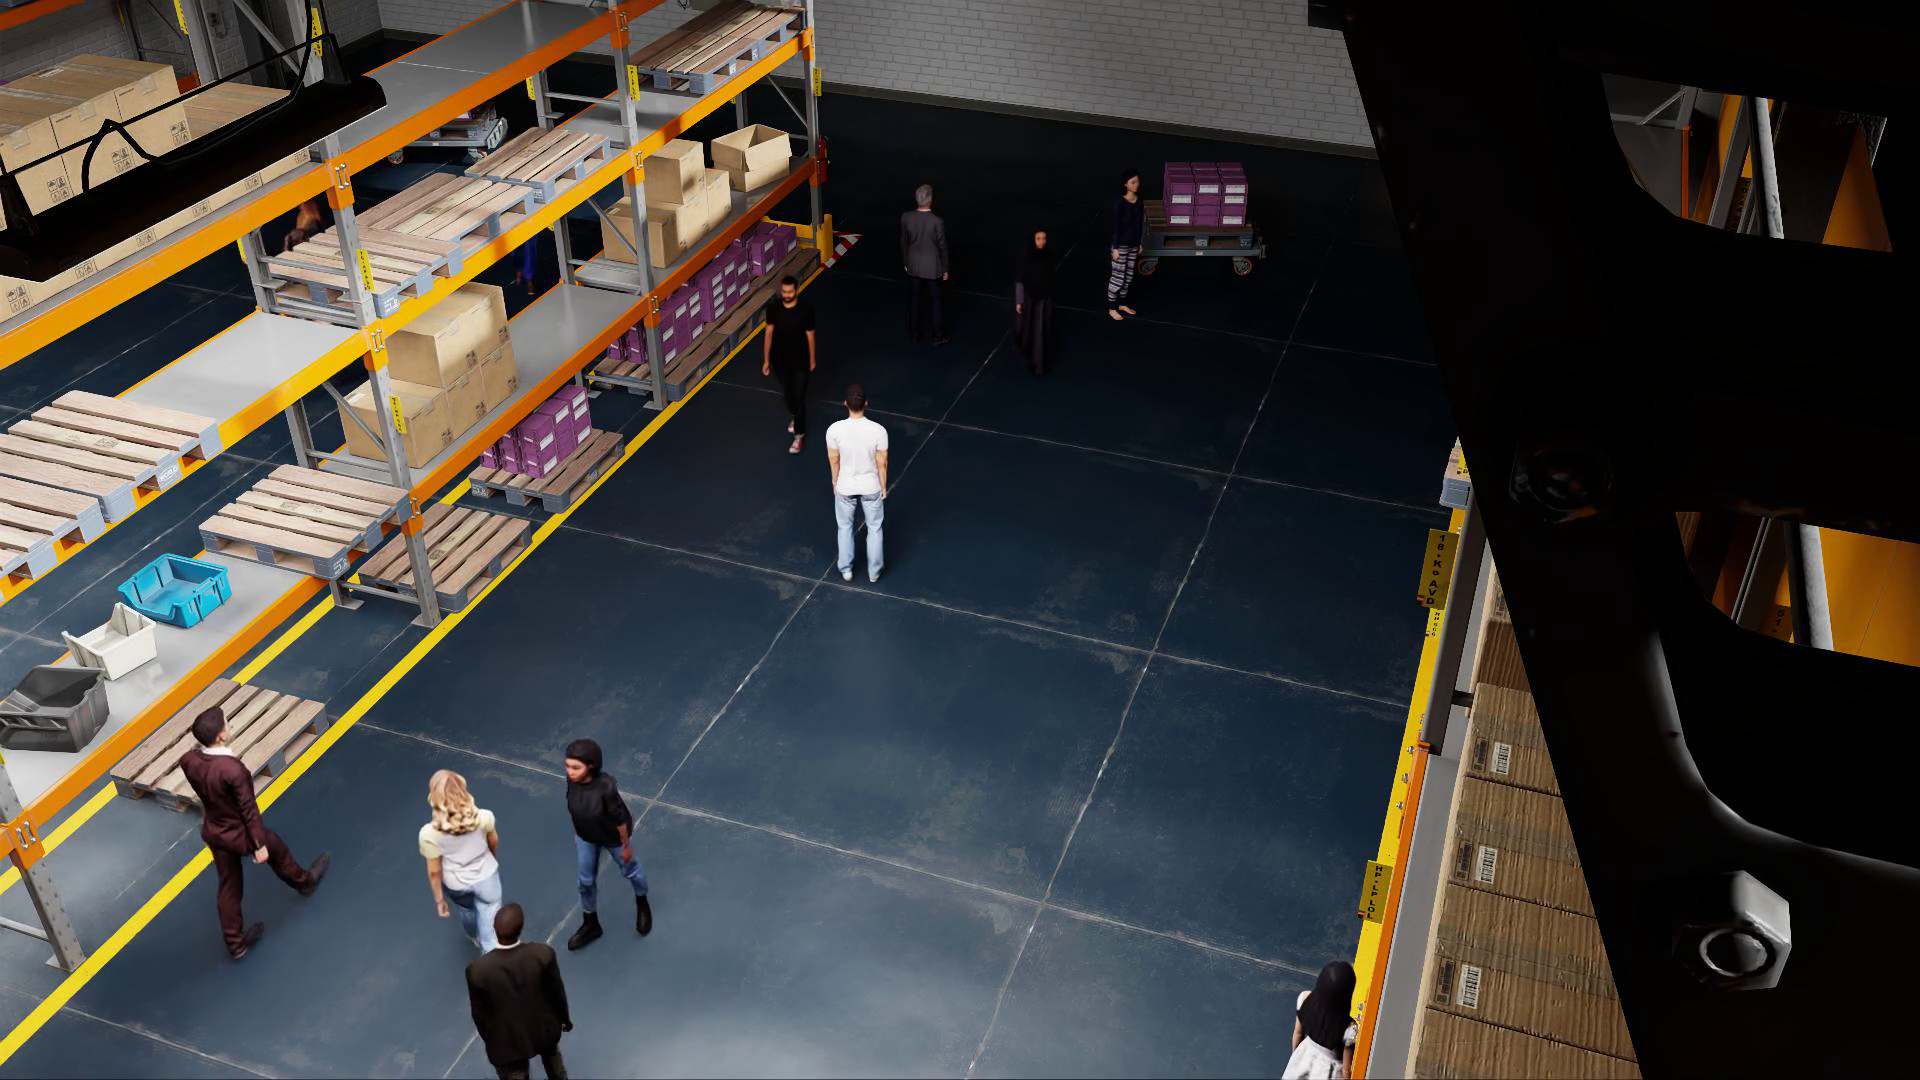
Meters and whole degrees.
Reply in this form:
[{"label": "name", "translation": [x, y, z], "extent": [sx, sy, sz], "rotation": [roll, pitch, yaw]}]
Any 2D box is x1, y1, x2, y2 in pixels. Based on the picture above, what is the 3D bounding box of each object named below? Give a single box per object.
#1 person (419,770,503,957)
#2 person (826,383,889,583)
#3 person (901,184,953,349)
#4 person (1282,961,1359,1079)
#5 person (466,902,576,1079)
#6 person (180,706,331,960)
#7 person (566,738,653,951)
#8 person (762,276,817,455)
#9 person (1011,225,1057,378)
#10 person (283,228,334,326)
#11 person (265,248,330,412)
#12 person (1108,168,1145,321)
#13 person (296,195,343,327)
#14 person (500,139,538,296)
[{"label": "person", "translation": [-2.993, 2.196, 10.305], "extent": [1.080, 1.675, 1.197], "rotation": [-12, 36, -18]}, {"label": "person", "translation": [-0.864, -0.475, 14.155], "extent": [0.738, 1.861, 0.683], "rotation": [0, 34, 1]}, {"label": "person", "translation": [-0.364, -2.961, 17.914], "extent": [0.710, 1.842, 0.595], "rotation": [13, 36, 19]}, {"label": "person", "translation": [1.959, 2.962, 9.067], "extent": [0.795, 1.769, 0.774], "rotation": [-26, 41, -33]}, {"label": "person", "translation": [-2.405, 2.812, 9.292], "extent": [0.963, 1.771, 1.009], "rotation": [-24, 40, -31]}, {"label": "person", "translation": [-4.668, 1.912, 10.603], "extent": [0.713, 1.818, 1.127], "rotation": [11, 35, 16]}, {"label": "person", "translation": [-2.273, 1.891, 10.763], "extent": [0.622, 1.676, 0.774], "rotation": [7, 34, 10]}, {"label": "person", "translation": [-1.648, -1.789, 16.255], "extent": [0.719, 1.725, 1.047], "rotation": [6, 34, 9]}, {"label": "person", "translation": [0.765, -2.572, 17.558], "extent": [0.887, 1.589, 1.115], "rotation": [-4, 34, -6]}, {"label": "person", "translation": [-6.946, -2.538, 17.559], "extent": [1.004, 1.530, 0.929], "rotation": [-17, 37, -24]}, {"label": "person", "translation": [-6.777, -2.171, 16.843], "extent": [0.795, 1.712, 1.007], "rotation": [26, 42, 34]}, {"label": "person", "translation": [1.844, -3.321, 18.553], "extent": [0.618, 1.734, 0.737], "rotation": [-25, 41, -33]}, {"label": "person", "translation": [-7.053, -2.986, 18.079], "extent": [0.800, 1.700, 0.758], "rotation": [-19, 38, -26]}, {"label": "person", "translation": [-5.026, -3.737, 19.074], "extent": [0.839, 1.848, 0.891], "rotation": [-4, 34, -6]}]
